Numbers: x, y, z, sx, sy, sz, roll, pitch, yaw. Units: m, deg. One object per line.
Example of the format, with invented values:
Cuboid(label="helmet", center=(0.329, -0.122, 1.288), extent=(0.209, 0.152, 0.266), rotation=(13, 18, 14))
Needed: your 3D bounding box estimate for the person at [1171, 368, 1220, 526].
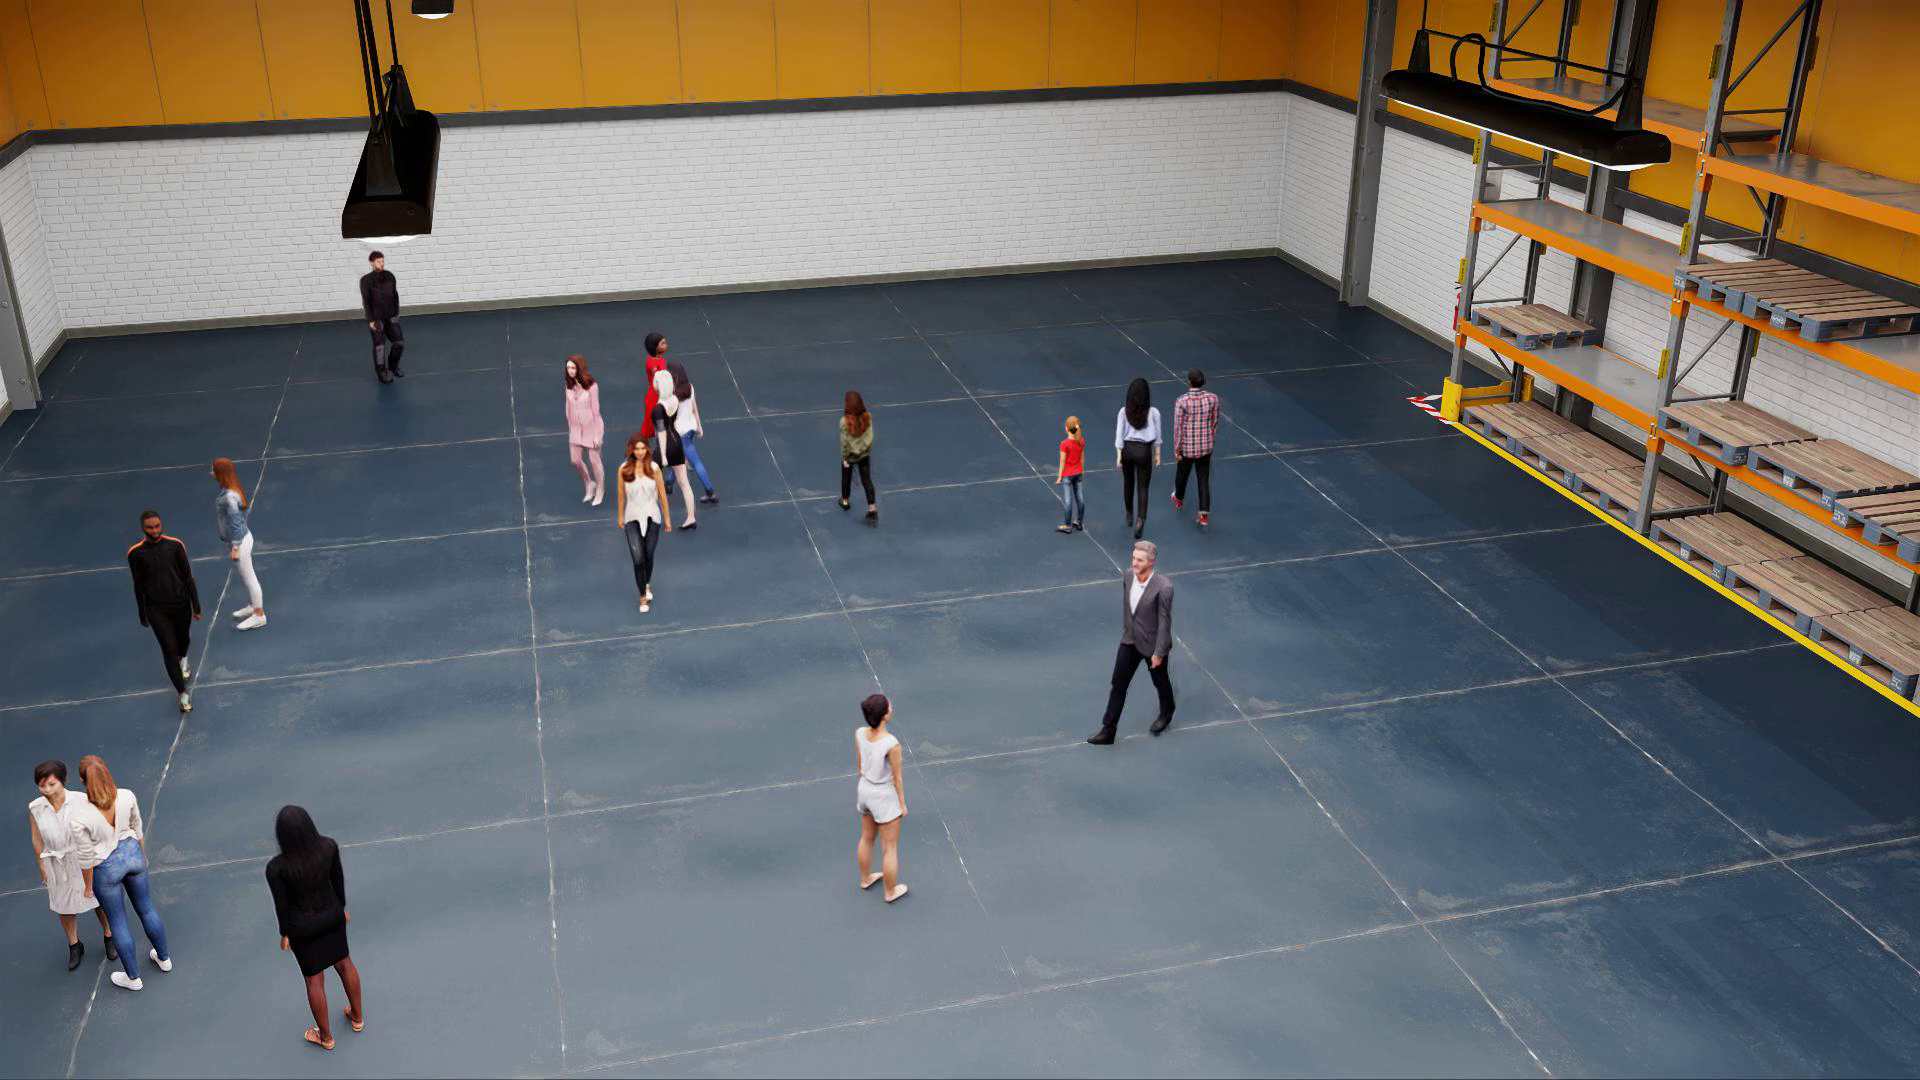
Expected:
Cuboid(label="person", center=(2.601, -0.988, 18.143), extent=(0.806, 1.724, 1.193), rotation=(-3, 24, -7))

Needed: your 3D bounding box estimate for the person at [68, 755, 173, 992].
Cuboid(label="person", center=(-5.529, 2.169, 10.927), extent=(0.728, 1.719, 0.685), rotation=(16, 28, 31))

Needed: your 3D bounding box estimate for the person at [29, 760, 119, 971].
Cuboid(label="person", center=(-5.957, 2.157, 11.158), extent=(0.589, 1.556, 0.554), rotation=(-10, 25, -21))

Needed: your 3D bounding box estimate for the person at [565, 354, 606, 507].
Cuboid(label="person", center=(-4.133, -1.257, 18.683), extent=(0.766, 1.784, 0.789), rotation=(7, 25, 16))

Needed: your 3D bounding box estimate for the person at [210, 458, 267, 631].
Cuboid(label="person", center=(-6.875, 0.013, 15.881), extent=(0.714, 1.703, 0.527), rotation=(-12, 26, -25))

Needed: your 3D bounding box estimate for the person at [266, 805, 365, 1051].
Cuboid(label="person", center=(-4.030, 2.398, 10.401), extent=(0.693, 1.721, 0.687), rotation=(20, 31, 38))

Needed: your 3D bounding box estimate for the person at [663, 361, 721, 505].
Cuboid(label="person", center=(-3.011, -1.133, 18.596), extent=(1.169, 1.626, 1.135), rotation=(12, 27, 26))

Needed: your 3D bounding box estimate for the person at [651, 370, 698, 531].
Cuboid(label="person", center=(-3.049, -0.929, 17.909), extent=(0.983, 1.803, 0.952), rotation=(12, 26, 25))

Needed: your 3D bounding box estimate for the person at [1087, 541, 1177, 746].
Cuboid(label="person", center=(1.596, 0.843, 13.870), extent=(1.252, 1.792, 1.191), rotation=(21, 31, 39))

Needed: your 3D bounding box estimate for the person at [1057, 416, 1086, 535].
Cuboid(label="person", center=(1.219, -0.714, 18.034), extent=(0.542, 1.309, 0.549), rotation=(-14, 27, -29))

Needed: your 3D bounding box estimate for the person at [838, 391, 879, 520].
Cuboid(label="person", center=(-1.090, -0.904, 18.296), extent=(0.701, 1.447, 1.029), rotation=(-11, 26, -24))

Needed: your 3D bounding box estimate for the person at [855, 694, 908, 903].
Cuboid(label="person", center=(-0.581, 1.823, 11.851), extent=(0.612, 1.613, 0.703), rotation=(19, 30, 37))

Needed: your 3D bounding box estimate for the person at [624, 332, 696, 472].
Cuboid(label="person", center=(-3.634, -1.558, 19.480), extent=(0.945, 1.698, 1.119), rotation=(4, 24, 8))

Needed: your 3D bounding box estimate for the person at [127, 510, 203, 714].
Cuboid(label="person", center=(-6.935, 0.555, 14.560), extent=(0.899, 1.767, 1.265), rotation=(-15, 28, -30))

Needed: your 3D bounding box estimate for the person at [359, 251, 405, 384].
Cuboid(label="person", center=(-7.964, -3.062, 22.761), extent=(0.855, 1.826, 0.848), rotation=(21, 31, 40))

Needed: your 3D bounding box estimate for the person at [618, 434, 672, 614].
Cuboid(label="person", center=(-3.133, -0.224, 16.345), extent=(0.659, 1.764, 0.869), rotation=(-7, 25, -16))

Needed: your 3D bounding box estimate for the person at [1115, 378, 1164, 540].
Cuboid(label="person", center=(1.889, -0.832, 17.804), extent=(0.919, 1.709, 1.166), rotation=(3, 24, 6))
